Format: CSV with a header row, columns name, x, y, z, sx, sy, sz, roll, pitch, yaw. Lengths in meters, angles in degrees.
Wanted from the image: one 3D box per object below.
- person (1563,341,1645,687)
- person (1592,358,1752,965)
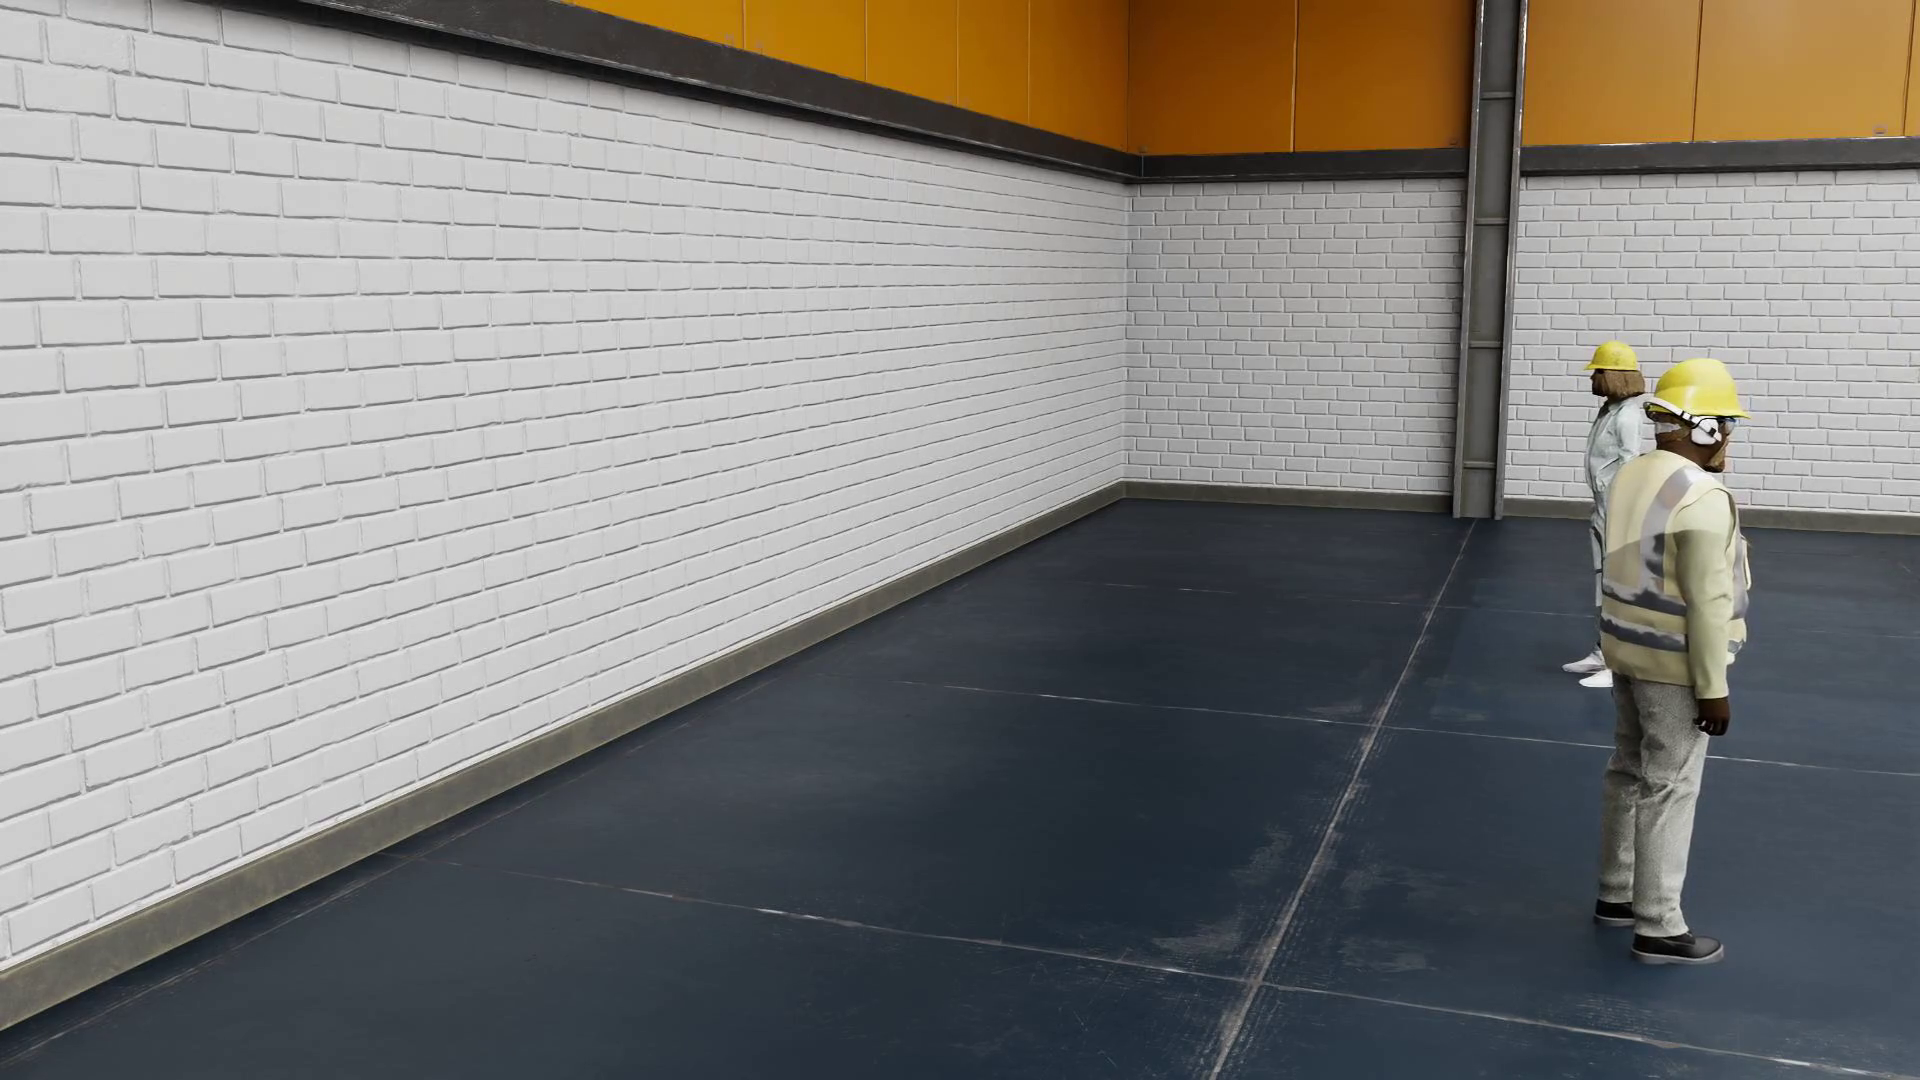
name,x,y,z,sx,sy,sz,roll,pitch,yaw
person,3.270,-0.128,8.394,0.312,1.744,0.487,1,9,9
person,2.166,0.364,5.071,0.403,1.825,0.597,0,9,-2
